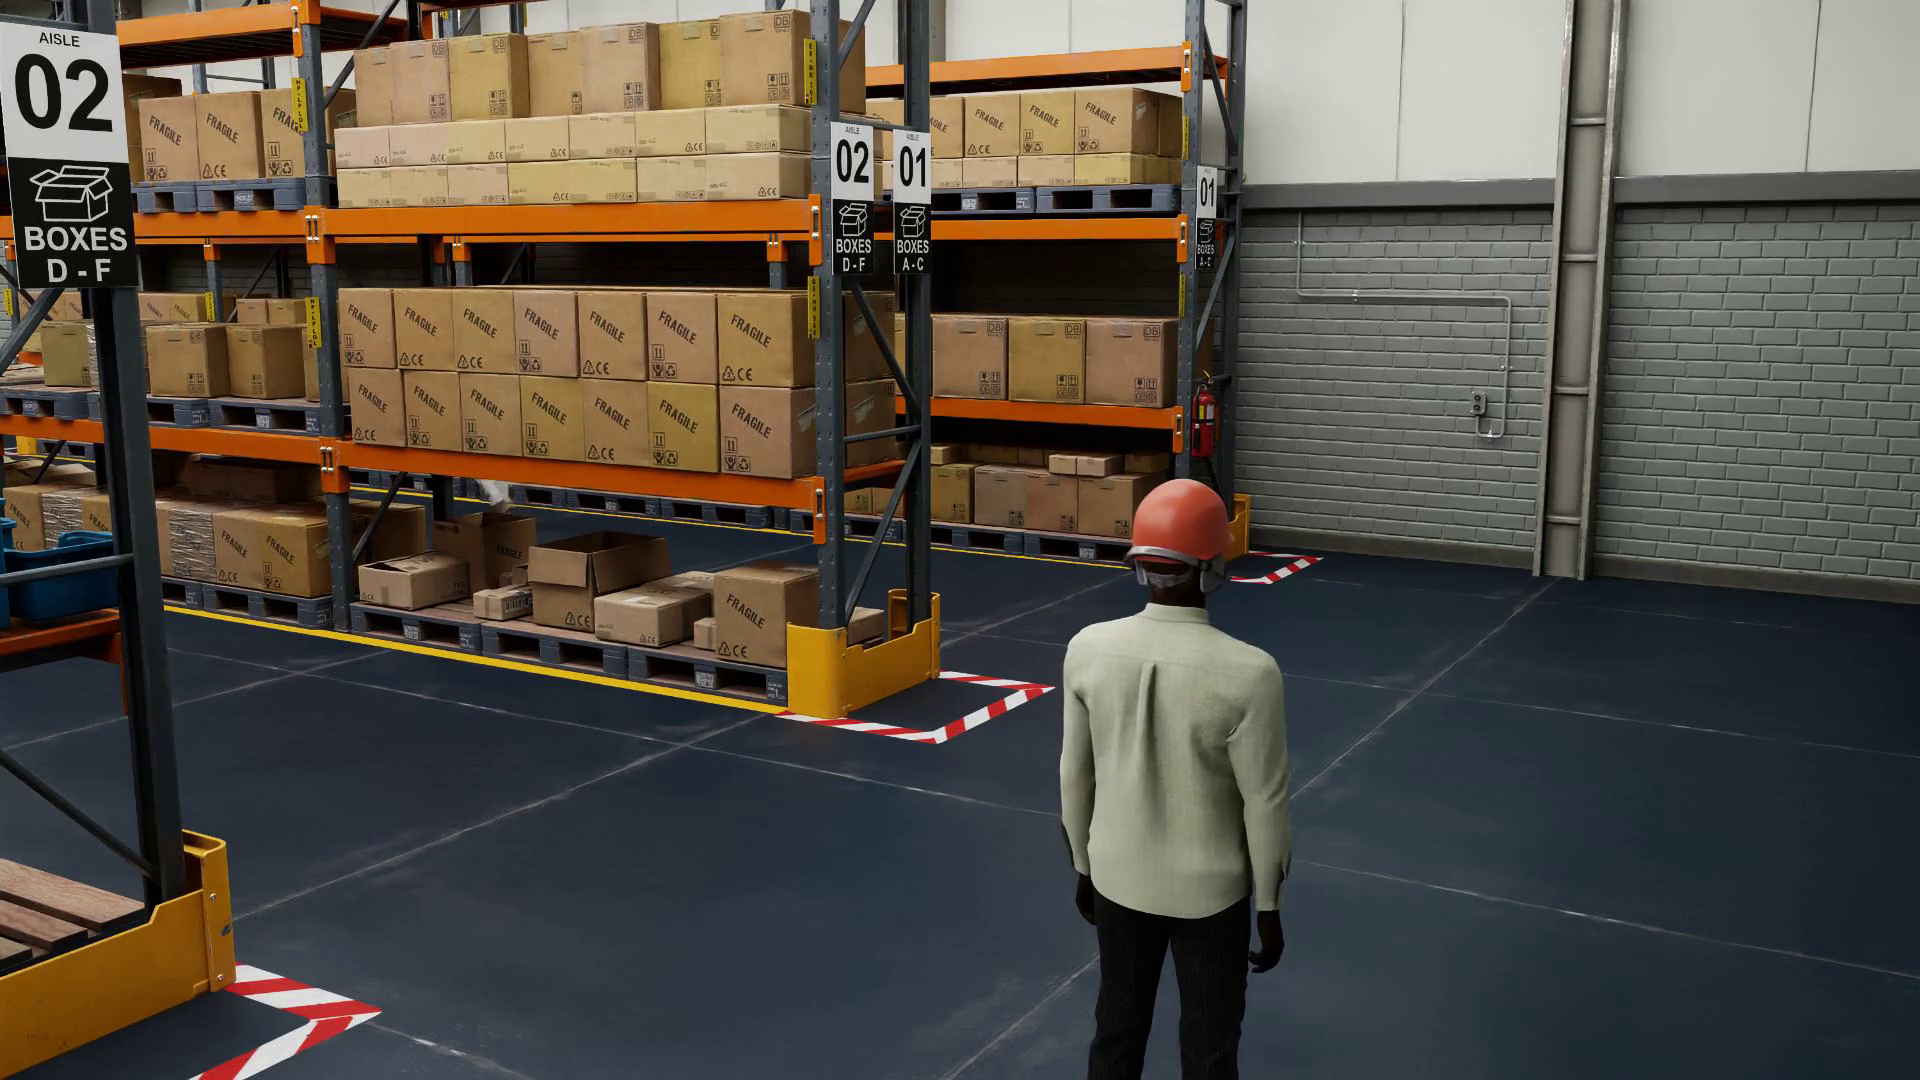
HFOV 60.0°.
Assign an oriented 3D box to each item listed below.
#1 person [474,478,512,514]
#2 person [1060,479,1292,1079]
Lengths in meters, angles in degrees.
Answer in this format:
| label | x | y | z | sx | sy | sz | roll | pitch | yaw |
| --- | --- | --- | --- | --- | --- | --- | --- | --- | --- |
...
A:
| label | x | y | z | sx | sy | sz | roll | pitch | yaw |
| --- | --- | --- | --- | --- | --- | --- | --- | --- | --- |
| person | -4.422 | -1.054 | 15.632 | 0.417 | 1.870 | 0.579 | 5 | 11 | 26 |
| person | 0.536 | 0.840 | 4.149 | 0.612 | 1.997 | 0.375 | 6 | 12 | 33 |
